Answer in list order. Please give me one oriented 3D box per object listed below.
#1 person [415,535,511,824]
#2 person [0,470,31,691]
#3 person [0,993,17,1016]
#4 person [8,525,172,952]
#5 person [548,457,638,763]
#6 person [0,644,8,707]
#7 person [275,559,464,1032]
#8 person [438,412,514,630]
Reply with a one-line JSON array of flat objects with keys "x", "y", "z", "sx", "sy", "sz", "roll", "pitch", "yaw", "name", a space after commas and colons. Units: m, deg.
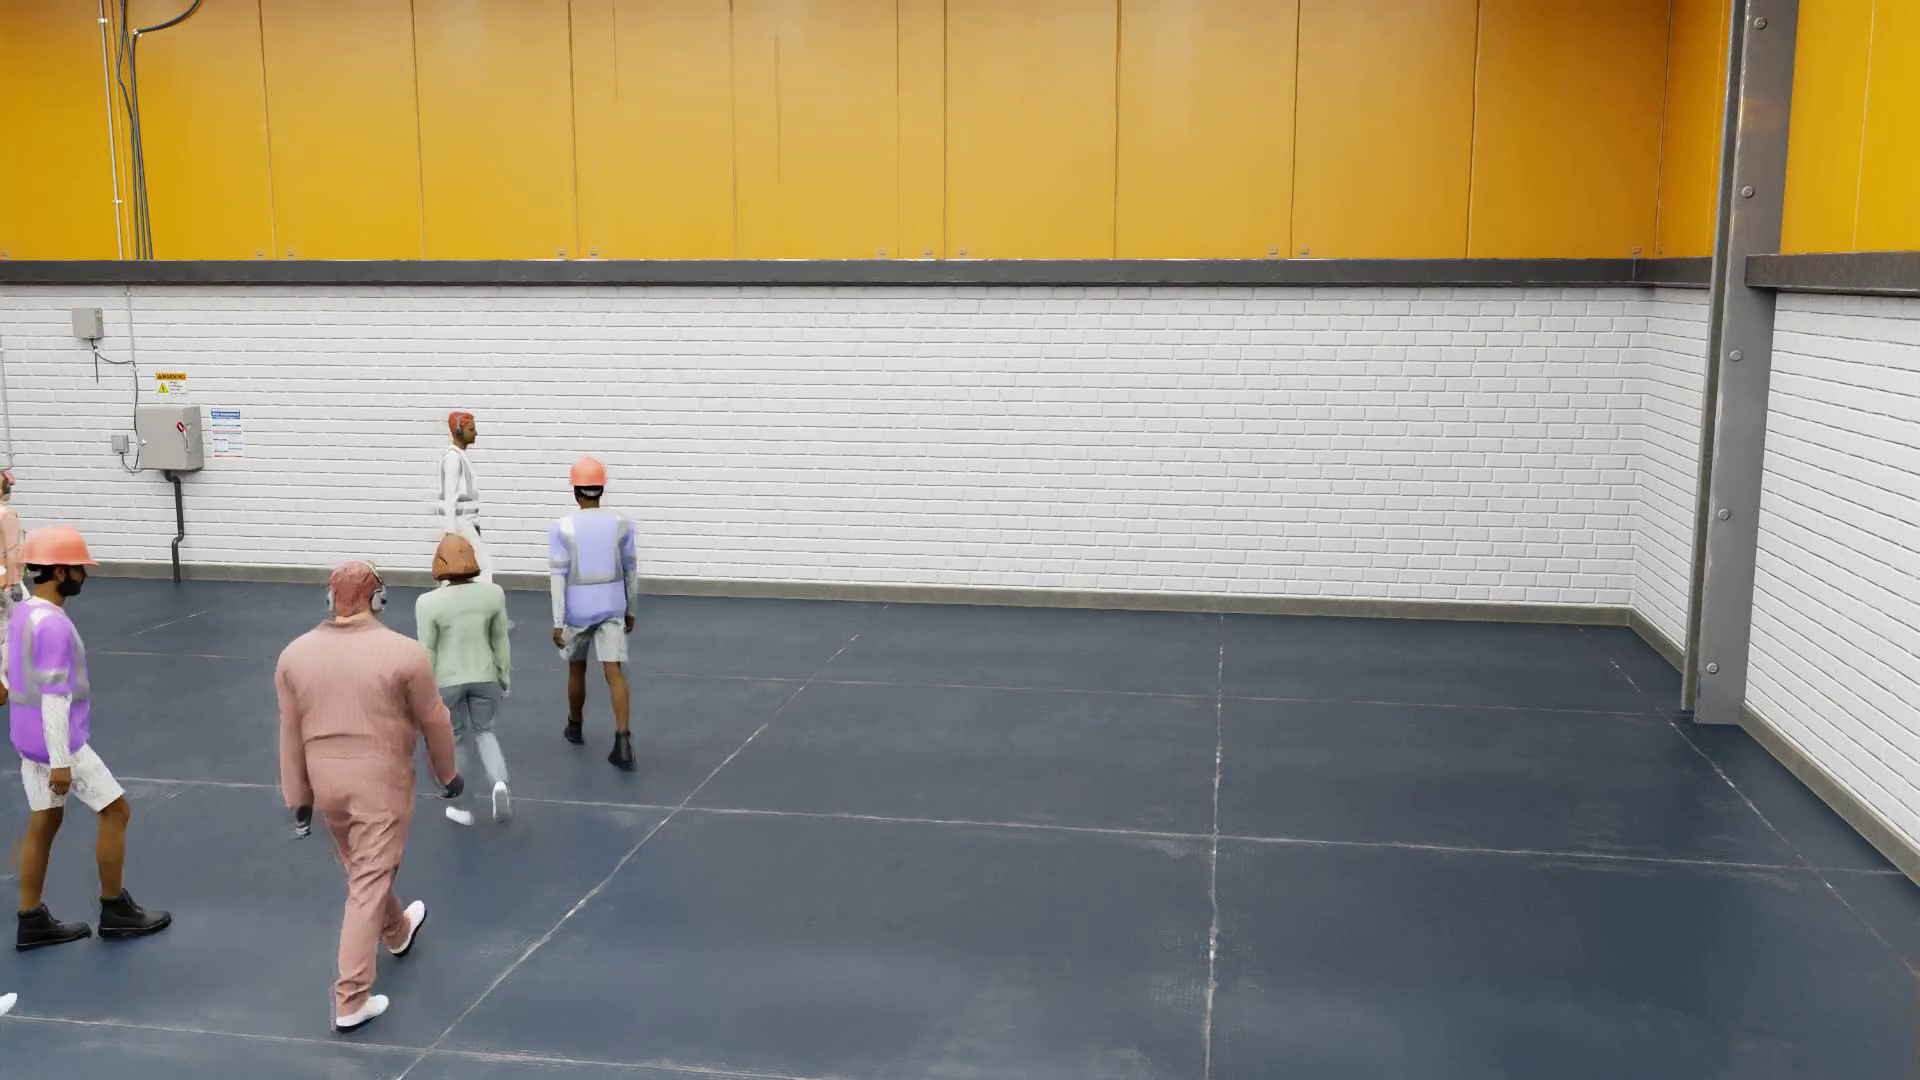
[{"x": -2.663, "y": 0.776, "z": 8.987, "sx": 0.513, "sy": 1.616, "sz": 0.541, "roll": -7, "pitch": 11, "yaw": -36, "name": "person"}, {"x": -6.798, "y": 0.311, "z": 11.844, "sx": 0.545, "sy": 1.616, "sz": 0.357, "roll": 7, "pitch": 12, "yaw": 37, "name": "person"}, {"x": -4.070, "y": 1.238, "z": 6.236, "sx": 0.835, "sy": 1.588, "sz": 0.535, "roll": -6, "pitch": 11, "yaw": -33, "name": "person"}, {"x": -3.954, "y": 0.879, "z": 7.488, "sx": 0.750, "sy": 1.905, "sz": 0.550, "roll": -8, "pitch": 12, "yaw": -42, "name": "person"}, {"x": -2.266, "y": 0.427, "z": 10.356, "sx": 0.564, "sy": 1.889, "sz": 1.007, "roll": -4, "pitch": 10, "yaw": -25, "name": "person"}, {"x": -5.236, "y": 0.722, "z": 8.453, "sx": 0.606, "sy": 1.917, "sz": 0.890, "roll": -1, "pitch": 9, "yaw": -8, "name": "person"}, {"x": -2.419, "y": 0.998, "z": 6.930, "sx": 0.639, "sy": 1.848, "sz": 1.002, "roll": 2, "pitch": 9, "yaw": 10, "name": "person"}, {"x": -4.049, "y": -0.141, "z": 13.906, "sx": 0.757, "sy": 1.858, "sz": 0.620, "roll": -2, "pitch": 9, "yaw": -13, "name": "person"}]
